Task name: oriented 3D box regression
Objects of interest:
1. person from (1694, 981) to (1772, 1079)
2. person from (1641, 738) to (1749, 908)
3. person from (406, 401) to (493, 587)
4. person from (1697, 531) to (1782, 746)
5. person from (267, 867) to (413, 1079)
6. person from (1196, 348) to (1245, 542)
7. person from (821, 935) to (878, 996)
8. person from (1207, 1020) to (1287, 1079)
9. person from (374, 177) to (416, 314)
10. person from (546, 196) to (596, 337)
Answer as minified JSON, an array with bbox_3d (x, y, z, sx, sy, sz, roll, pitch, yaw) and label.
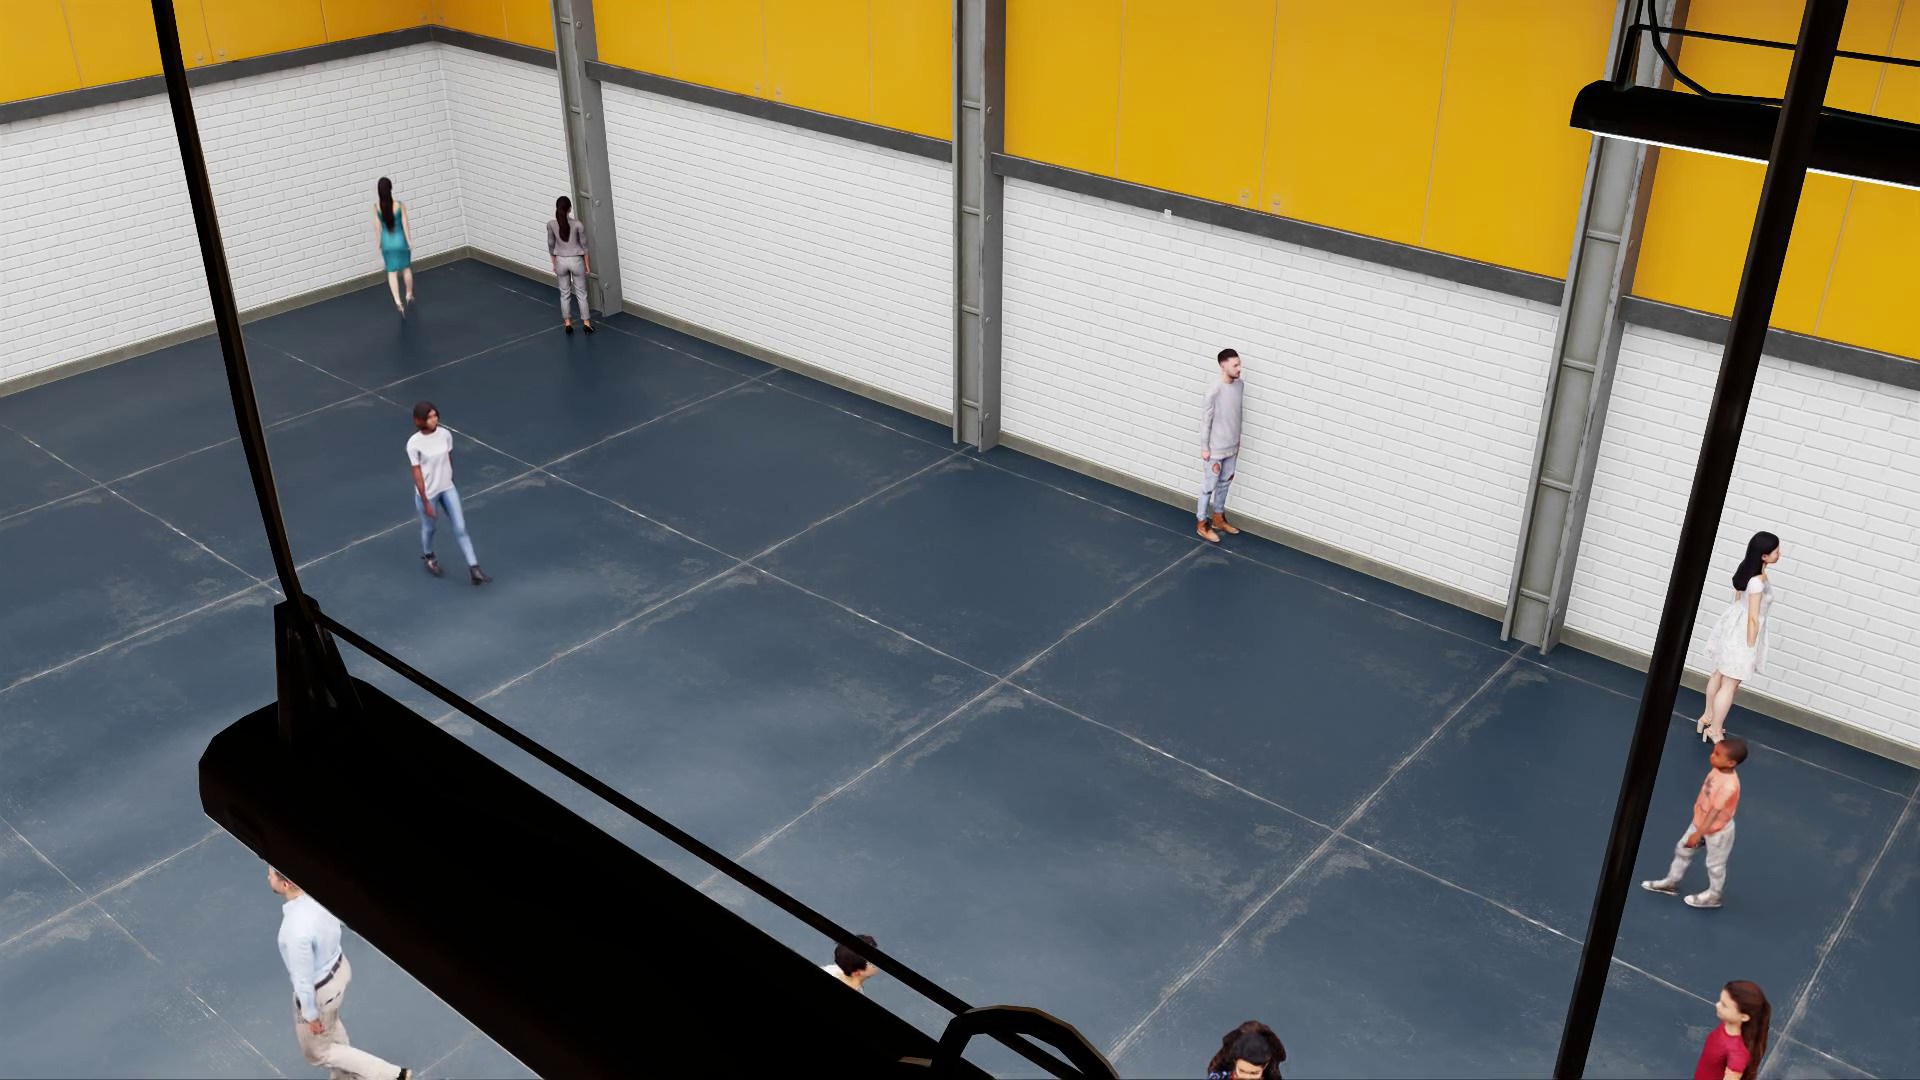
[{"bbox_3d":[3.966,2.899,8.505,1.023,1.534,0.808,6,29,11],"label":"person"},{"bbox_3d":[4.915,1.842,10.698,0.799,1.290,0.693,3,29,5],"label":"person"},{"bbox_3d":[-4.591,-0.402,14.407,1.123,1.678,0.650,25,37,38],"label":"person"},{"bbox_3d":[5.738,0.730,12.230,0.790,1.775,0.762,6,29,10],"label":"person"},{"bbox_3d":[-3.403,2.434,9.044,1.069,1.834,0.966,1,29,2],"label":"person"},{"bbox_3d":[2.365,-0.893,15.138,0.710,1.839,0.628,-22,36,-35],"label":"person"},{"bbox_3d":[-0.691,2.755,8.530,0.866,1.763,0.782,-9,30,-16],"label":"person"},{"bbox_3d":[1.366,3.028,8.183,0.661,1.616,0.755,3,29,6],"label":"person"},{"bbox_3d":[-6.875,-3.551,20.189,0.867,1.668,0.966,-6,29,-12],"label":"person"},{"bbox_3d":[-4.592,-3.225,19.582,0.701,1.677,0.779,0,29,1],"label":"person"}]
